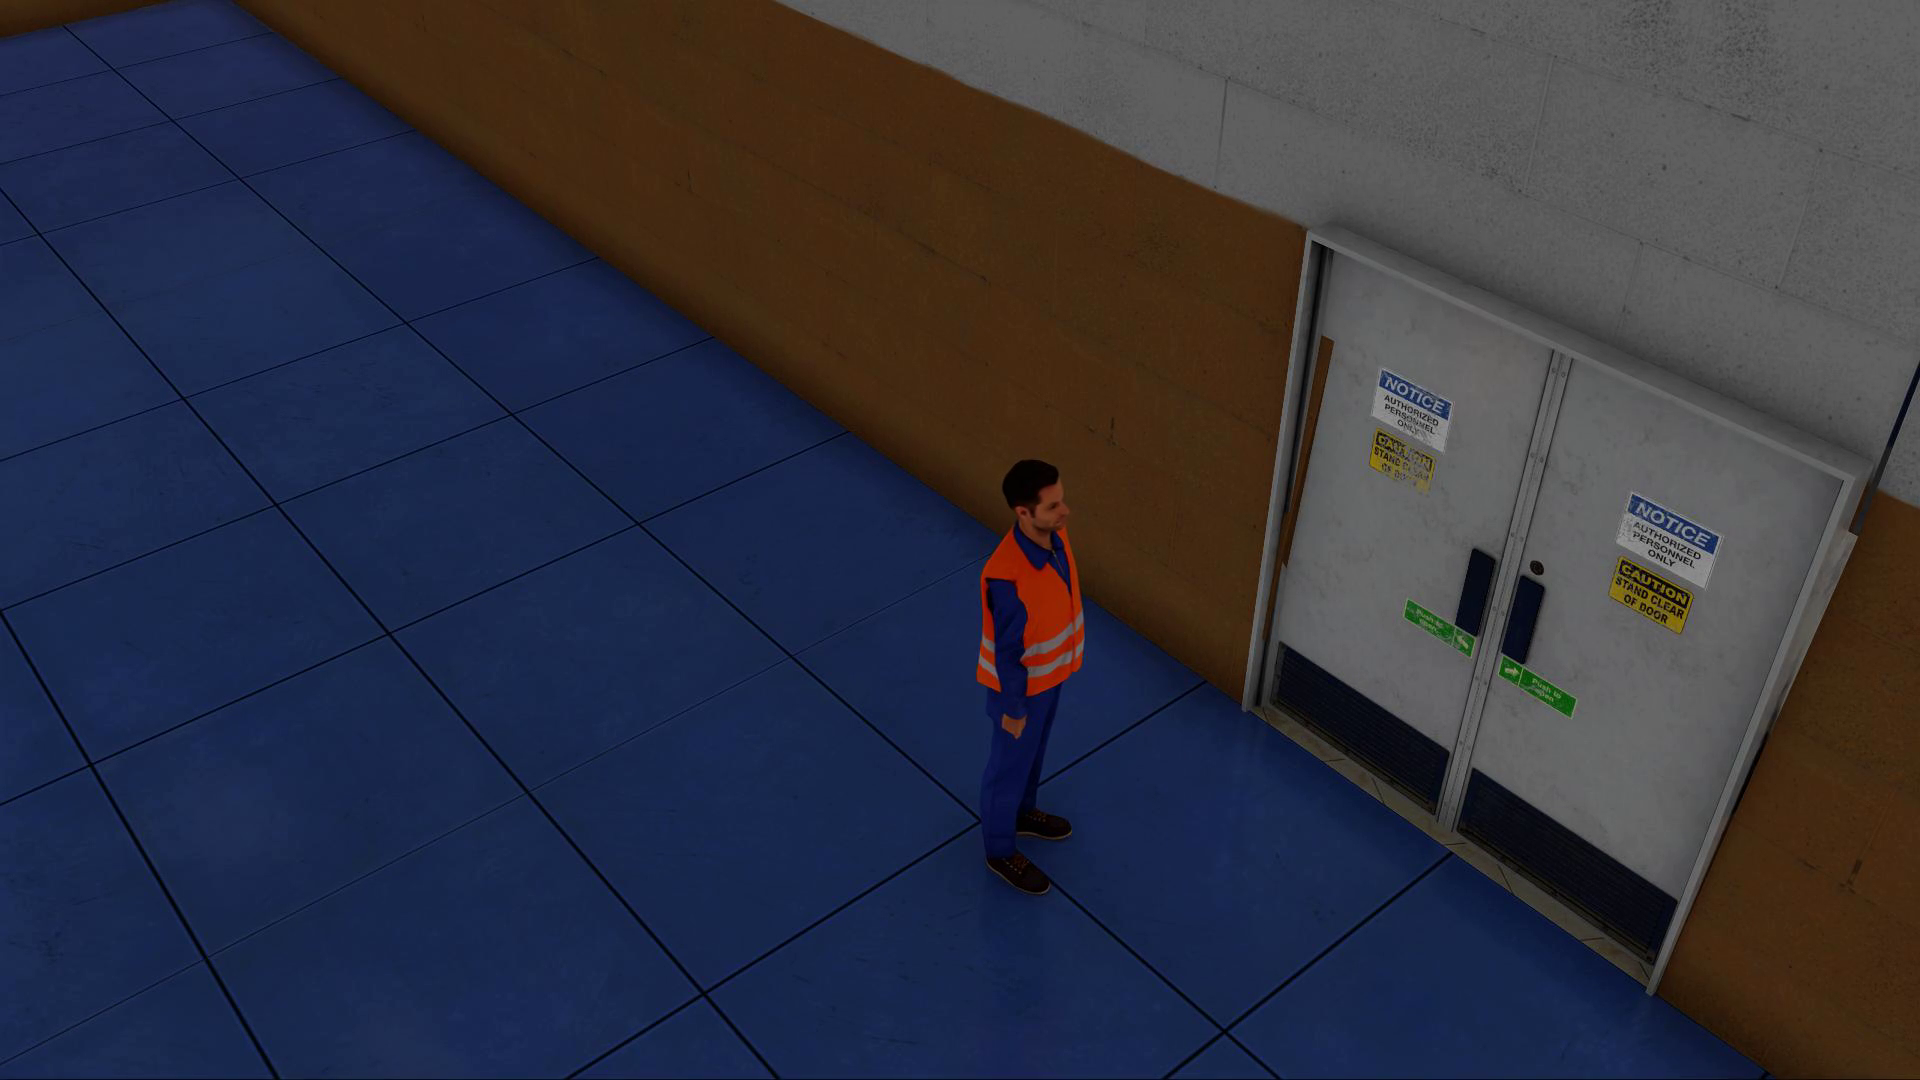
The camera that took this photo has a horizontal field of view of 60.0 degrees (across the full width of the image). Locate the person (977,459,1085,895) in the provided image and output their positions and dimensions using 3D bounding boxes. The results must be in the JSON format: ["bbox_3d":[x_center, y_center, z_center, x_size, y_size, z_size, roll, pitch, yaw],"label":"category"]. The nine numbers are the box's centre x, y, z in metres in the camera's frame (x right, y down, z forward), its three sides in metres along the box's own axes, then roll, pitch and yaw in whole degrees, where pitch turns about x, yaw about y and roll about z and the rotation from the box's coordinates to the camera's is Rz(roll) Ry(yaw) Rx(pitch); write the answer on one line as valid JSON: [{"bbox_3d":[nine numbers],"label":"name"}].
[{"bbox_3d":[0.247,0.485,6.074,0.844,1.864,0.717,14,39,17],"label":"person"}]
